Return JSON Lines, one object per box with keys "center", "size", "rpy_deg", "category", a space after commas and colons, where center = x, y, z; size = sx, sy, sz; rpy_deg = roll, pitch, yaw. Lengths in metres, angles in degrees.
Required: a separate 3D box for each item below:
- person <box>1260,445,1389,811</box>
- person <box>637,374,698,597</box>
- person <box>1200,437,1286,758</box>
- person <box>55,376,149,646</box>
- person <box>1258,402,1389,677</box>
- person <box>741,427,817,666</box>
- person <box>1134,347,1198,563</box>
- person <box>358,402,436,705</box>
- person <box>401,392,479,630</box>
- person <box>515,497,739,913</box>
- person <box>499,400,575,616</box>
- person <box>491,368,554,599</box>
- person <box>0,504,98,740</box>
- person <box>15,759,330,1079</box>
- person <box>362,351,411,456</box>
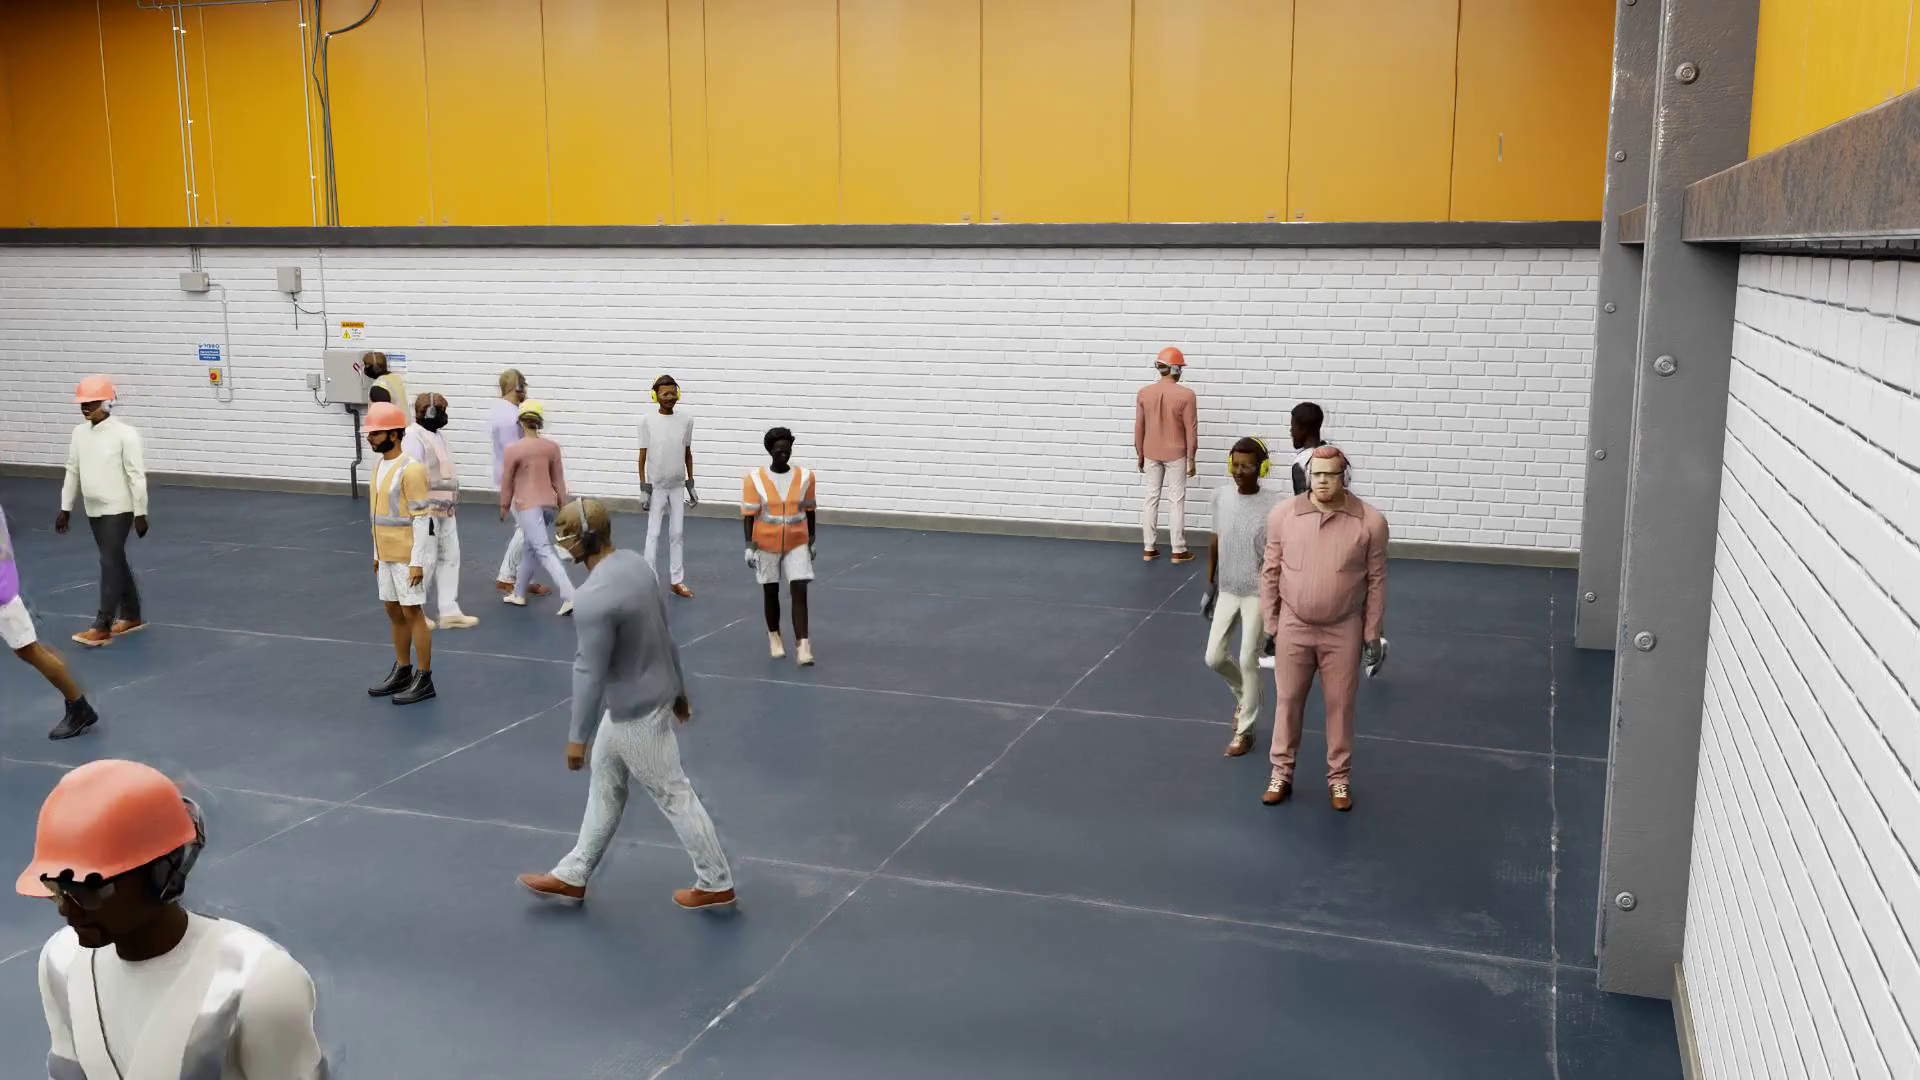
{"center": [1.873, 0.455, 8.631], "size": [0.642, 1.910, 0.401], "rpy_deg": [3, 11, 18], "category": "person"}
{"center": [-2.407, -0.435, 13.748], "size": [0.519, 1.873, 0.335], "rpy_deg": [-6, 12, -32], "category": "person"}
{"center": [1.637, 0.312, 9.580], "size": [0.554, 1.855, 0.463], "rpy_deg": [8, 13, 37], "category": "person"}
{"center": [-6.365, -0.214, 12.254], "size": [0.625, 1.981, 0.682], "rpy_deg": [5, 11, 25], "category": "person"}
{"center": [2.460, 0.006, 11.237], "size": [0.857, 1.884, 0.600], "rpy_deg": [8, 13, 39], "category": "person"}
{"center": [-1.231, 0.057, 11.522], "size": [0.550, 1.661, 0.805], "rpy_deg": [-2, 10, -14], "category": "person"}
{"center": [1.914, -0.786, 15.385], "size": [0.612, 1.991, 0.392], "rpy_deg": [6, 12, 31], "category": "person"}
{"center": [-3.615, 0.083, 10.642], "size": [0.553, 1.935, 0.361], "rpy_deg": [9, 14, 43], "category": "person"}
{"center": [-3.991, -0.210, 12.617], "size": [0.523, 1.815, 0.691], "rpy_deg": [1, 10, 6], "category": "person"}
{"center": [-1.465, 0.738, 7.179], "size": [1.058, 1.855, 0.637], "rpy_deg": [0, 10, 2], "category": "person"}
{"center": [-3.355, -0.259, 13.243], "size": [0.945, 1.702, 0.502], "rpy_deg": [6, 12, 32], "category": "person"}
{"center": [-3.599, -0.459, 13.762], "size": [0.511, 1.917, 0.667], "rpy_deg": [-2, 10, -12], "category": "person"}
{"center": [-5.596, 0.300, 9.638], "size": [1.028, 1.880, 0.560], "rpy_deg": [-9, 13, -41], "category": "person"}
{"center": [-1.516, 1.359, 3.362], "size": [0.619, 1.979, 1.105], "rpy_deg": [4, 11, 24], "category": "person"}
{"center": [-6.004, -1.093, 17.621], "size": [0.524, 1.816, 0.646], "rpy_deg": [0, 10, -2], "category": "person"}
